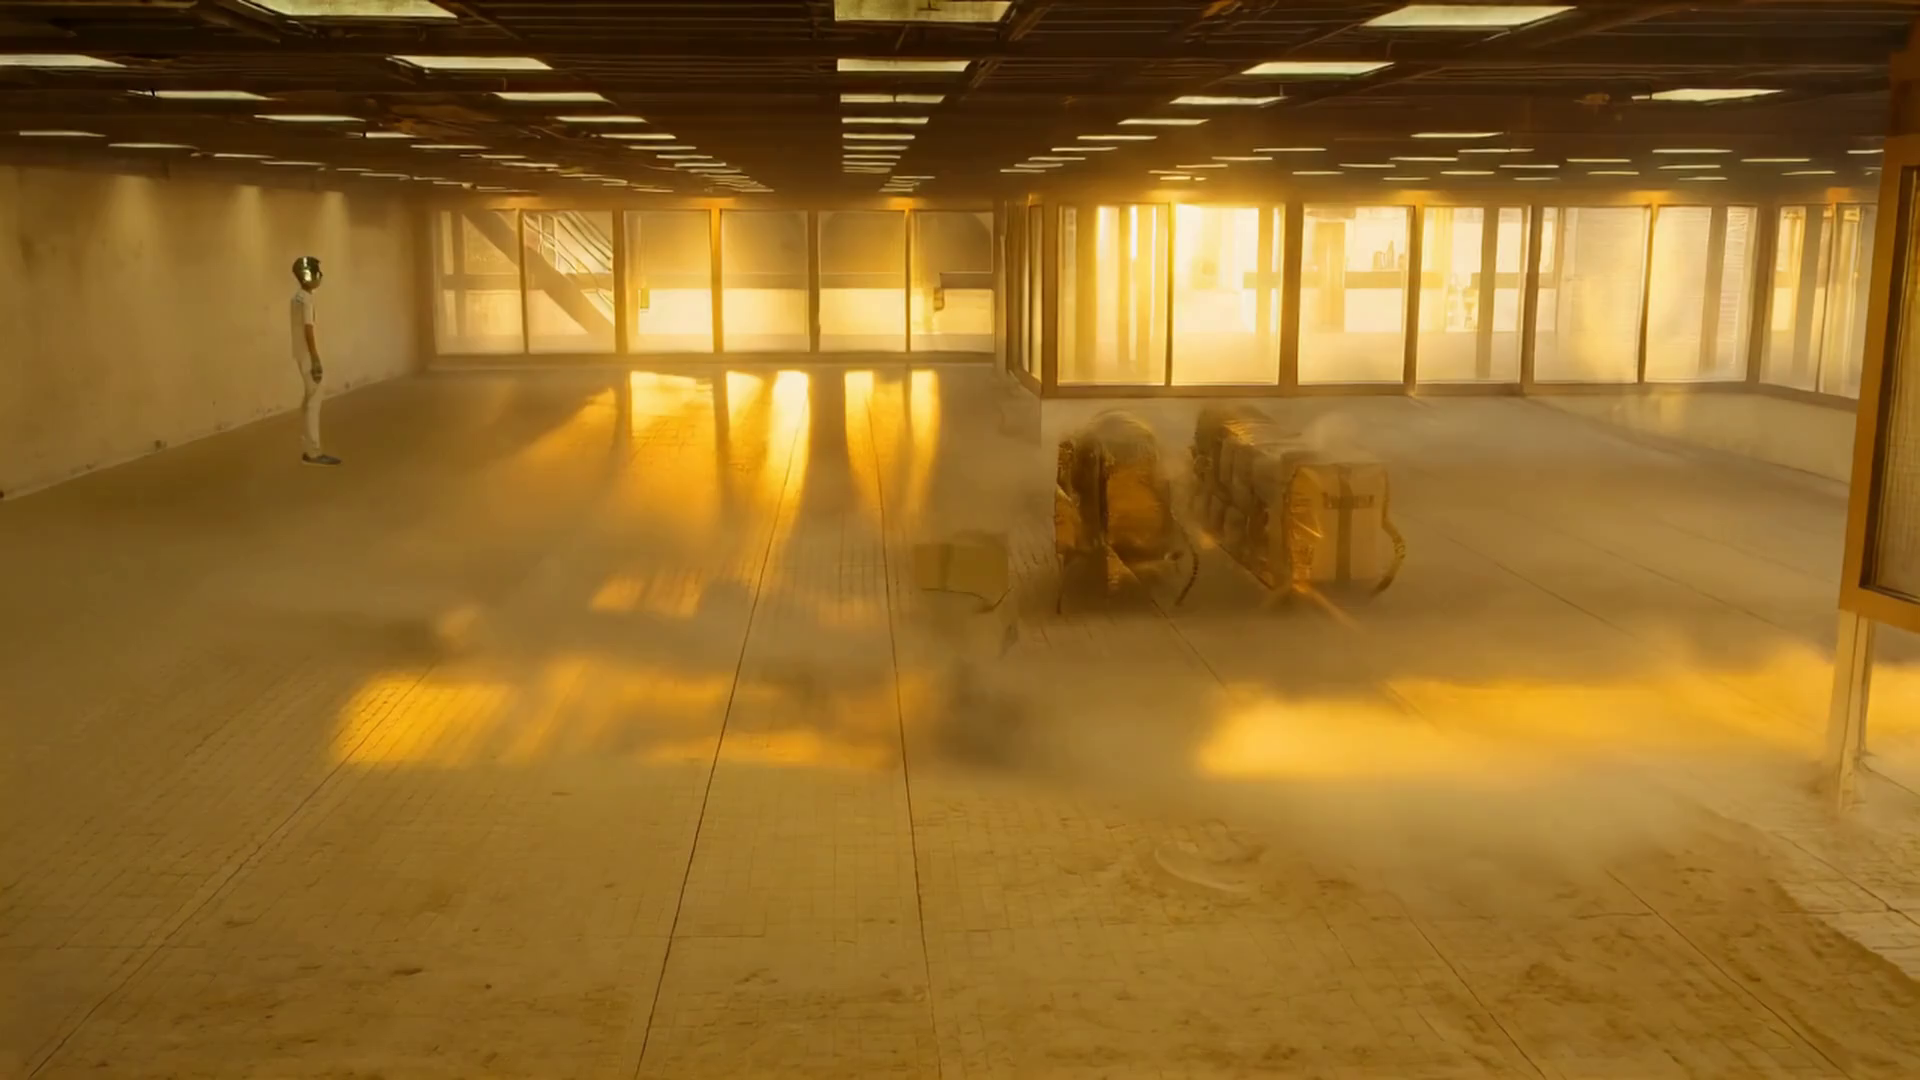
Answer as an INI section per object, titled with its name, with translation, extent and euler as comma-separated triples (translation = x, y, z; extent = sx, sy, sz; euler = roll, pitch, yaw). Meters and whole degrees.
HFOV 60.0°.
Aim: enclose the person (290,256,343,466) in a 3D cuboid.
[person]
translation = -5.810, -1.604, 14.933
extent = 0.329, 1.876, 0.515
euler = -6, 12, -29
